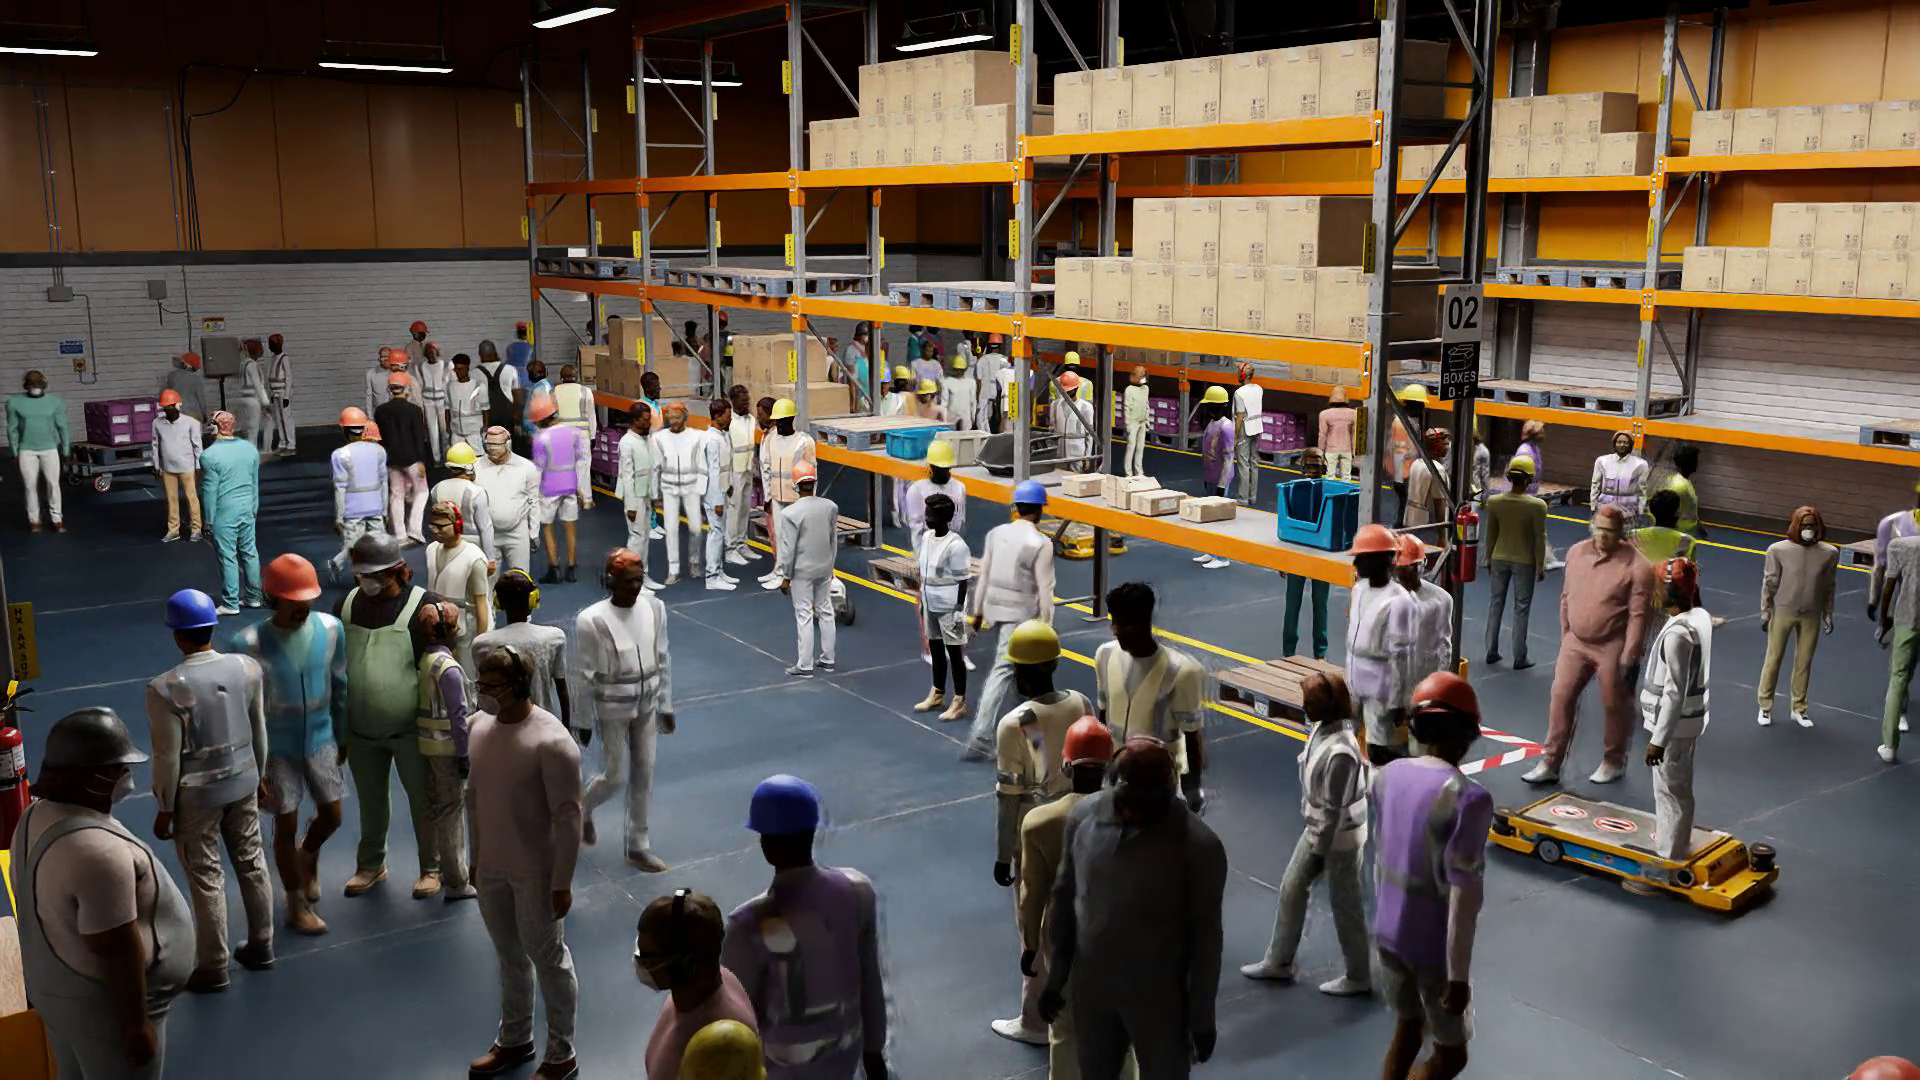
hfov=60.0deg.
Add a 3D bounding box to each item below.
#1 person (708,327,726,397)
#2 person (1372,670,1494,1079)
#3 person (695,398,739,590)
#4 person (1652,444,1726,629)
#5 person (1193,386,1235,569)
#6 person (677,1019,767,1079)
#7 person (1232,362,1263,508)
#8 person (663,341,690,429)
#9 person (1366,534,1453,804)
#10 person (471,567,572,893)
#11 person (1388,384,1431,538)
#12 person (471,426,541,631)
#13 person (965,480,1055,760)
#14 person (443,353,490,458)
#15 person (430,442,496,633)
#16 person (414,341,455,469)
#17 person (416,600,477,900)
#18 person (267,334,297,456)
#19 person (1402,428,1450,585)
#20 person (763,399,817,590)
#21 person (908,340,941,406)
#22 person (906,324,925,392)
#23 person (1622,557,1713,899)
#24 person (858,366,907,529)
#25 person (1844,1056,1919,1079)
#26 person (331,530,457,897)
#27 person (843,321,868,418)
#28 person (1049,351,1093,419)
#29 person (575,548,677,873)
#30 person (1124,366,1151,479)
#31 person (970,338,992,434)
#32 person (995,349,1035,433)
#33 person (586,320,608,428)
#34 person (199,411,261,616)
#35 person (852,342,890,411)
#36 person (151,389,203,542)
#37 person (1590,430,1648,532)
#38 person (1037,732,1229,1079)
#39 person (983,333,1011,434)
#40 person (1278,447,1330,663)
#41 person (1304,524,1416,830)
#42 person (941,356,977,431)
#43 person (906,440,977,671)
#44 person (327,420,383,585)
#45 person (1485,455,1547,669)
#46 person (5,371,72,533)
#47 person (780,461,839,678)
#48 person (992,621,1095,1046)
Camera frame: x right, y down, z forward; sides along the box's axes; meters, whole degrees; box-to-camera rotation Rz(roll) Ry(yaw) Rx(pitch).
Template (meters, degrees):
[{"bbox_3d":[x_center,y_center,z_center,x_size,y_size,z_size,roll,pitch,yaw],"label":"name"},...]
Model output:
[{"bbox_3d":[-4.262,-2.949,29.207,0.355,1.936,0.635,-6,13,-30],"label":"person"},{"bbox_3d":[1.703,1.507,6.267,0.726,1.992,0.676,-4,12,-21],"label":"person"},{"bbox_3d":[-2.423,-0.454,16.524,0.405,1.909,0.597,-1,11,-5],"label":"person"},{"bbox_3d":[6.565,-0.040,15.021,0.686,1.654,0.545,4,12,21],"label":"person"},{"bbox_3d":[2.695,-0.661,17.524,0.369,1.928,0.586,-1,11,-7],"label":"person"},{"bbox_3d":[-0.611,2.039,4.215,0.493,1.728,0.324,3,11,15],"label":"person"},{"bbox_3d":[3.644,-1.332,21.164,0.390,1.847,0.563,8,14,37],"label":"person"},{"bbox_3d":[-4.300,-2.027,24.671,0.742,1.879,0.370,6,13,29],"label":"person"},{"bbox_3d":[2.763,0.821,10.387,0.572,1.750,0.330,6,13,28],"label":"person"},{"bbox_3d":[-2.316,1.072,8.827,0.518,1.862,0.323,-5,12,-24],"label":"person"},{"bbox_3d":[4.799,-0.714,17.814,0.402,1.914,0.622,6,12,27],"label":"person"},{"bbox_3d":[-3.970,-0.046,14.436,0.652,1.904,0.403,-3,11,-13],"label":"person"},{"bbox_3d":[0.369,0.535,11.565,0.982,1.889,0.674,-10,15,-41],"label":"person"},{"bbox_3d":[-6.305,-1.412,21.266,0.608,1.966,0.370,2,11,8],"label":"person"},{"bbox_3d":[-4.102,0.099,13.871,0.592,1.837,0.404,6,12,26],"label":"person"},{"bbox_3d":[-7.679,-1.966,24.338,0.607,1.869,0.451,-1,11,-6],"label":"person"},{"bbox_3d":[-2.806,1.139,9.051,0.306,1.640,0.522,-10,15,-40],"label":"person"},{"bbox_3d":[-10.516,-2.242,25.737,0.576,1.882,0.355,11,15,44],"label":"person"},{"bbox_3d":[4.146,-0.079,14.753,0.390,1.846,0.564,-2,11,-10],"label":"person"},{"bbox_3d":[-1.692,-0.433,16.360,0.594,1.924,0.382,6,13,28],"label":"person"},{"bbox_3d":[-0.559,-2.175,25.588,0.558,1.814,0.796,-3,12,-16],"label":"person"},{"bbox_3d":[-0.776,-3.151,30.513,0.431,1.834,0.642,5,12,26],"label":"person"},{"bbox_3d":[3.875,1.013,9.061,0.355,1.887,0.573,7,13,34],"label":"person"},{"bbox_3d":[-0.910,-1.086,19.647,0.615,1.946,0.391,-2,11,-12],"label":"person"},{"bbox_3d":[2.190,2.065,4.049,0.573,1.755,0.357,-3,11,-15],"label":"person"},{"bbox_3d":[-3.109,0.944,9.021,0.690,2.000,0.538,1,11,7],"label":"person"},{"bbox_3d":[-1.494,-2.448,26.381,0.537,2.000,0.679,8,14,35],"label":"person"},{"bbox_3d":[1.465,-1.532,22.026,0.581,1.919,0.408,0,11,2],"label":"person"},{"bbox_3d":[-1.945,0.948,9.469,0.602,1.868,0.574,10,15,42],"label":"person"},{"bbox_3d":[2.466,-1.607,23.151,0.296,1.623,0.504,10,15,42],"label":"person"},{"bbox_3d":[0.305,-2.138,25.269,0.334,1.860,0.509,3,11,15],"label":"person"},{"bbox_3d":[0.777,-1.807,23.660,0.561,1.828,0.417,3,11,15],"label":"person"},{"bbox_3d":[-6.216,-2.820,28.574,0.366,1.932,0.628,-3,11,-15],"label":"person"},{"bbox_3d":[-6.812,-0.252,15.488,0.407,1.908,0.641,4,12,20],"label":"person"},{"bbox_3d":[-1.357,-2.132,25.278,0.623,1.833,0.425,-5,12,-24],"label":"person"},{"bbox_3d":[-8.905,-0.844,18.907,0.573,1.749,0.342,0,11,1],"label":"person"},{"bbox_3d":[6.406,-0.262,16.212,0.516,1.644,0.309,5,12,26],"label":"person"},{"bbox_3d":[0.611,1.607,6.029,0.696,1.889,0.395,8,13,34],"label":"person"},{"bbox_3d":[0.532,-2.215,25.487,0.543,1.929,0.387,3,12,17],"label":"person"},{"bbox_3d":[2.853,0.155,13.559,0.507,1.846,0.343,2,11,8],"label":"person"},{"bbox_3d":[2.490,0.846,9.886,0.802,1.901,0.558,-4,12,-18],"label":"person"},{"bbox_3d":[-0.015,-1.763,23.708,0.534,1.718,0.891,-1,11,-7],"label":"person"},{"bbox_3d":[-0.133,0.138,13.485,0.592,1.900,0.669,-7,13,-31],"label":"person"},{"bbox_3d":[-5.933,-0.334,16.364,0.649,1.722,0.575,-1,11,-3],"label":"person"},{"bbox_3d":[4.566,0.178,13.676,0.339,1.761,0.524,-11,15,-43],"label":"person"},{"bbox_3d":[-10.719,-1.025,19.410,0.650,1.917,0.414,-6,13,-28],"label":"person"},{"bbox_3d":[-1.231,0.233,13.410,0.564,1.747,0.339,-11,15,-43],"label":"person"},{"bbox_3d":[0.356,1.306,7.499,0.409,1.918,0.585,10,15,42],"label":"person"}]
